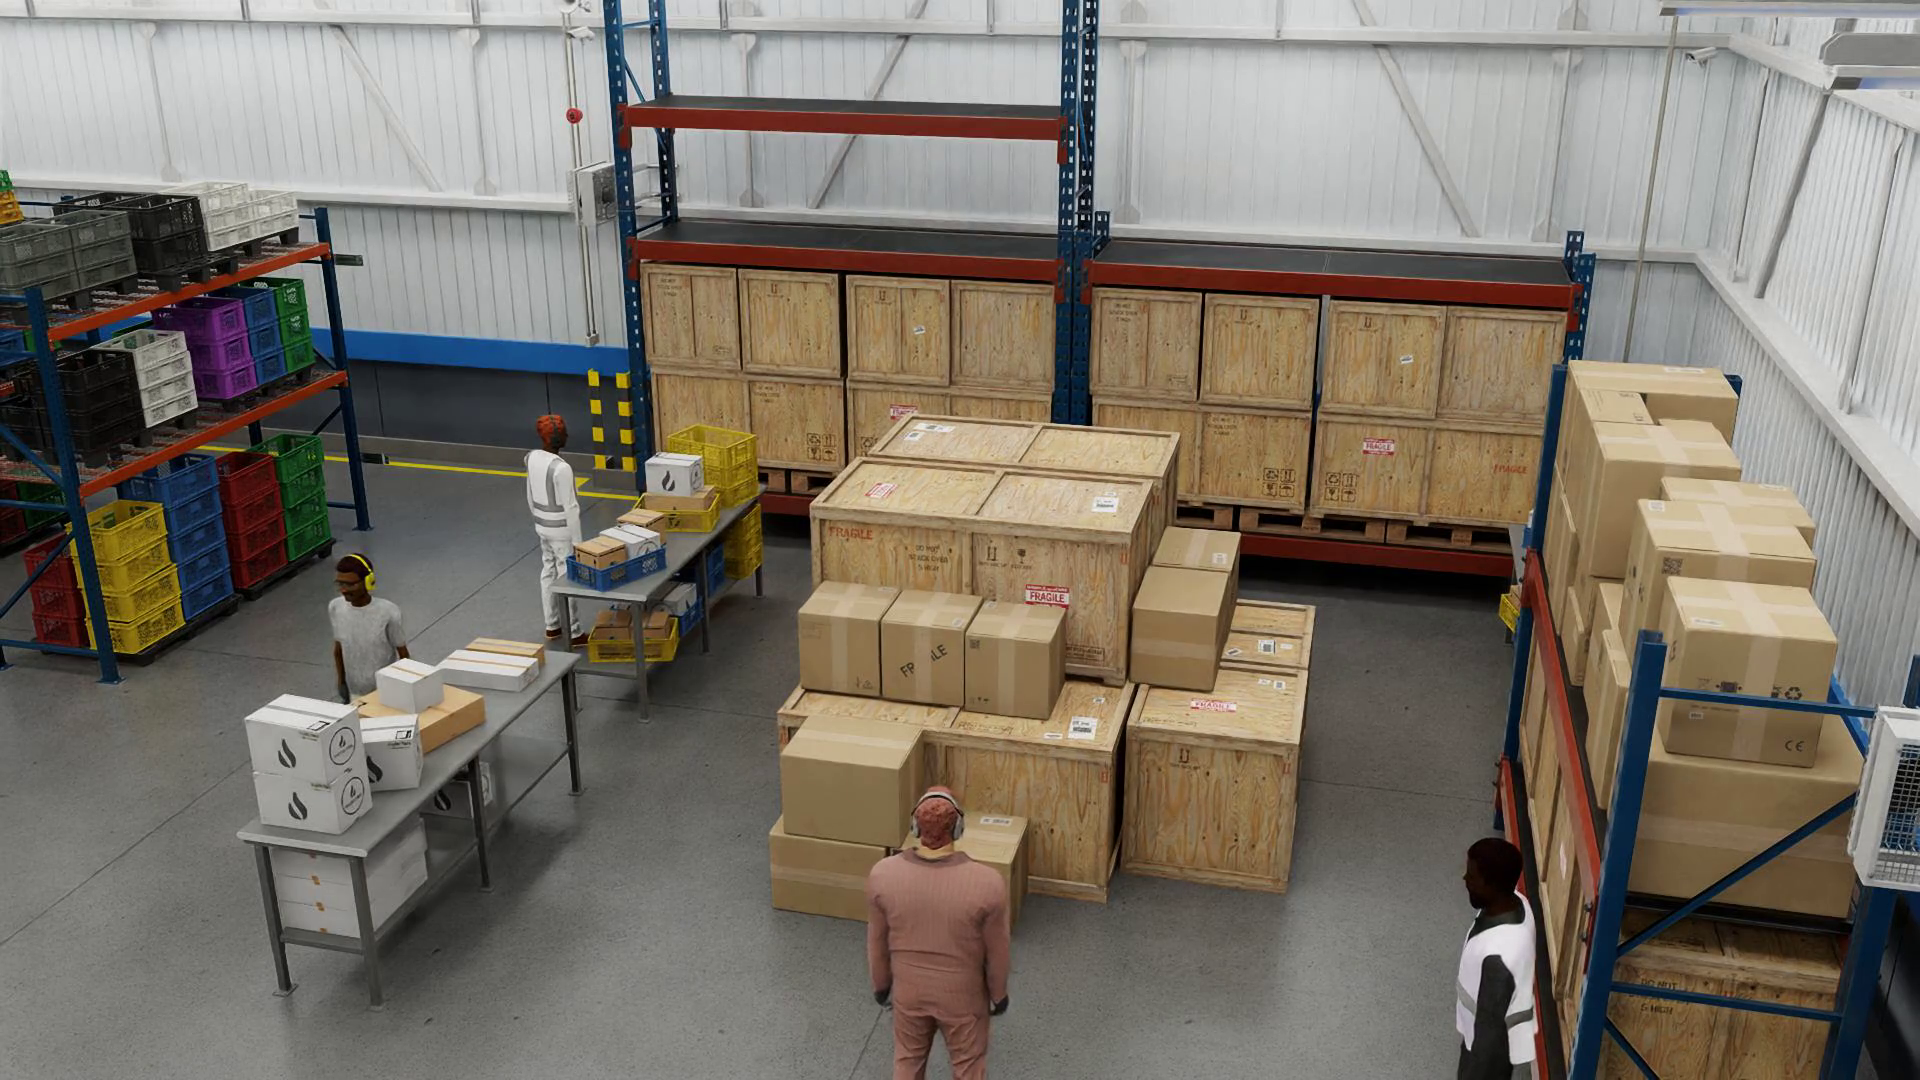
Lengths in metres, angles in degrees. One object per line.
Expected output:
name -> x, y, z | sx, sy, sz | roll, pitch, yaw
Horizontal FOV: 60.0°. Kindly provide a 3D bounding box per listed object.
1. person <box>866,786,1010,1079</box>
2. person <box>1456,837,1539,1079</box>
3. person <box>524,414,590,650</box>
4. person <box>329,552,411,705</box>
person -> -0.091, 1.991, 7.545 | 0.651, 1.900, 0.401 | 6, 22, 14
person -> 2.267, 2.141, 7.140 | 0.401, 1.907, 0.599 | 7, 22, 19
person -> -3.118, -0.067, 12.940 | 0.344, 1.882, 0.585 | -20, 28, -41
person -> -3.627, 0.952, 10.293 | 0.515, 1.872, 0.333 | 4, 21, 11
